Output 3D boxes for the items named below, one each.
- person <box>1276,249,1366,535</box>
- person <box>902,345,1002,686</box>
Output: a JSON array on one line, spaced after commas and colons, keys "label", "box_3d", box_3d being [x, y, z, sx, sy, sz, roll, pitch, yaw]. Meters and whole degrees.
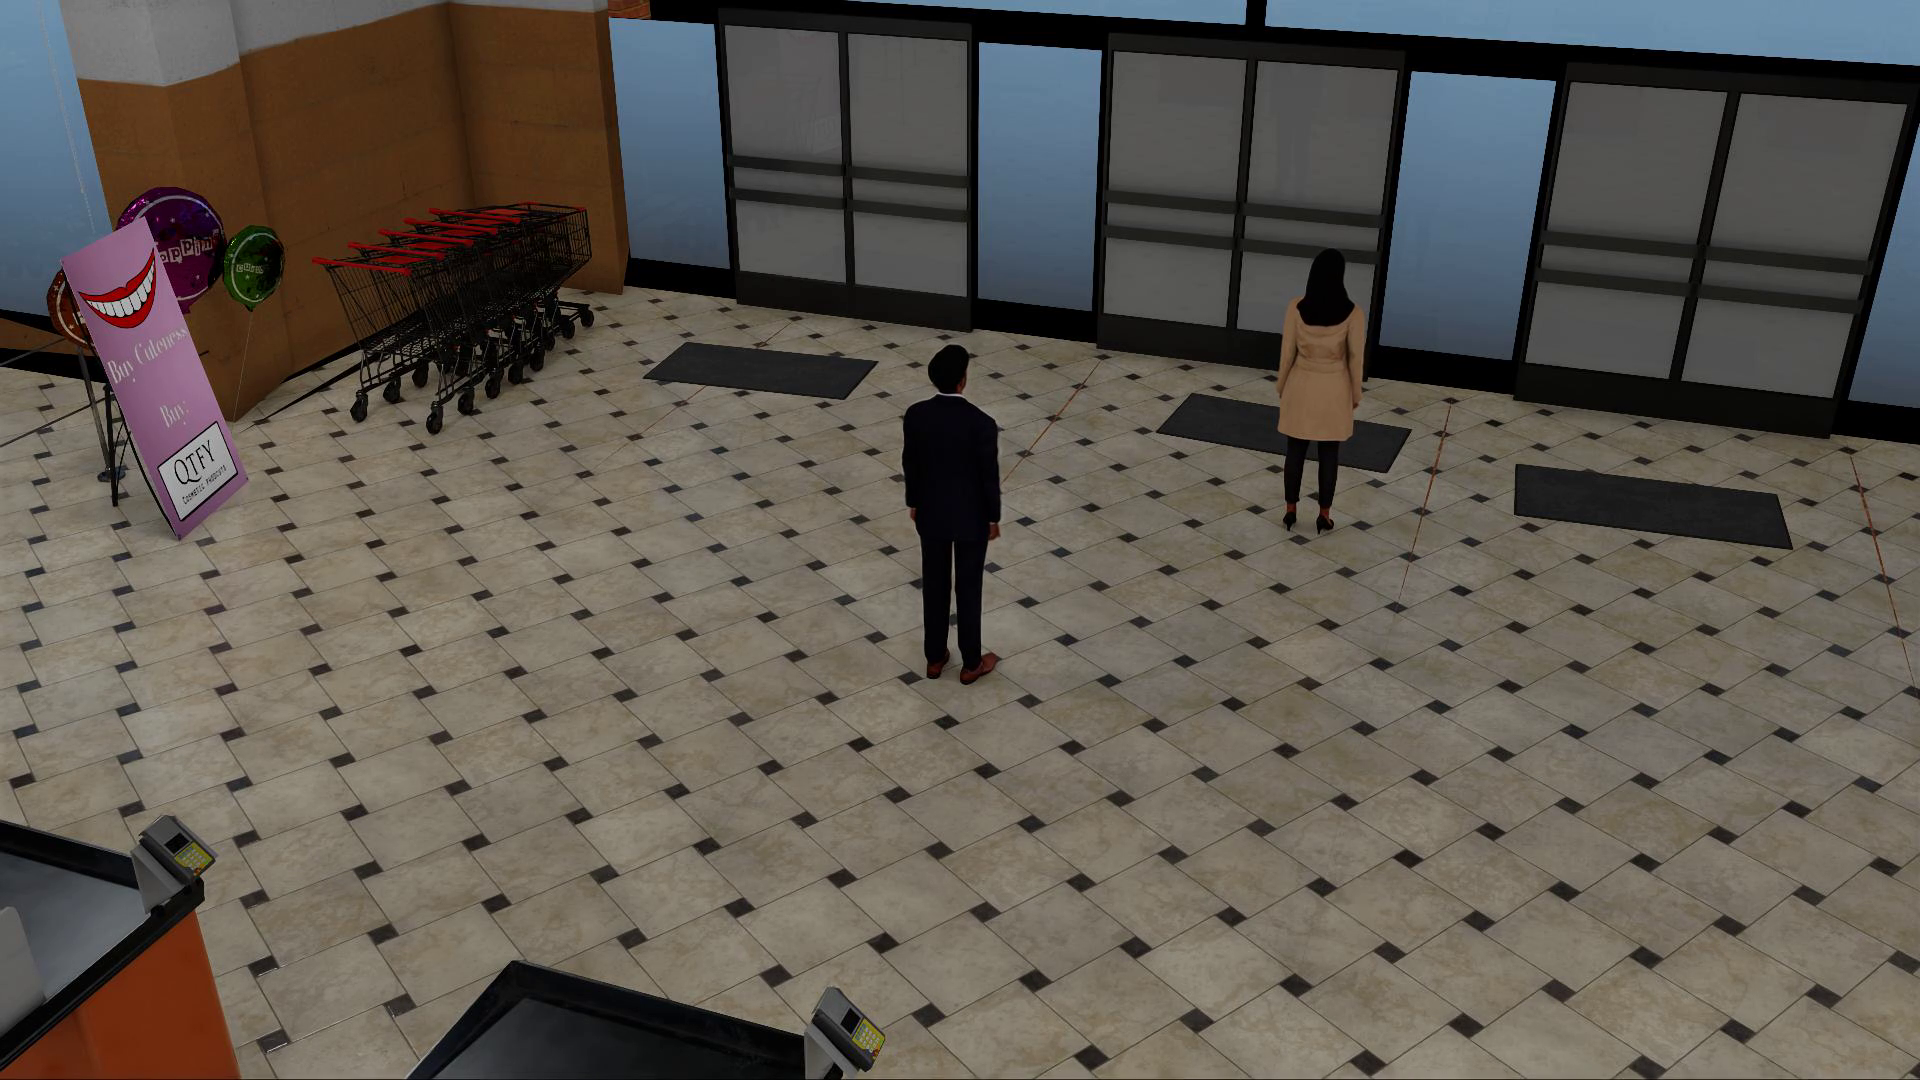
[{"label": "person", "box_3d": [2.022, -0.825, 9.404, 0.635, 1.682, 0.513, 10, 28, 18]}, {"label": "person", "box_3d": [-0.040, -0.108, 7.939, 0.622, 1.727, 0.516, 10, 28, 18]}]
